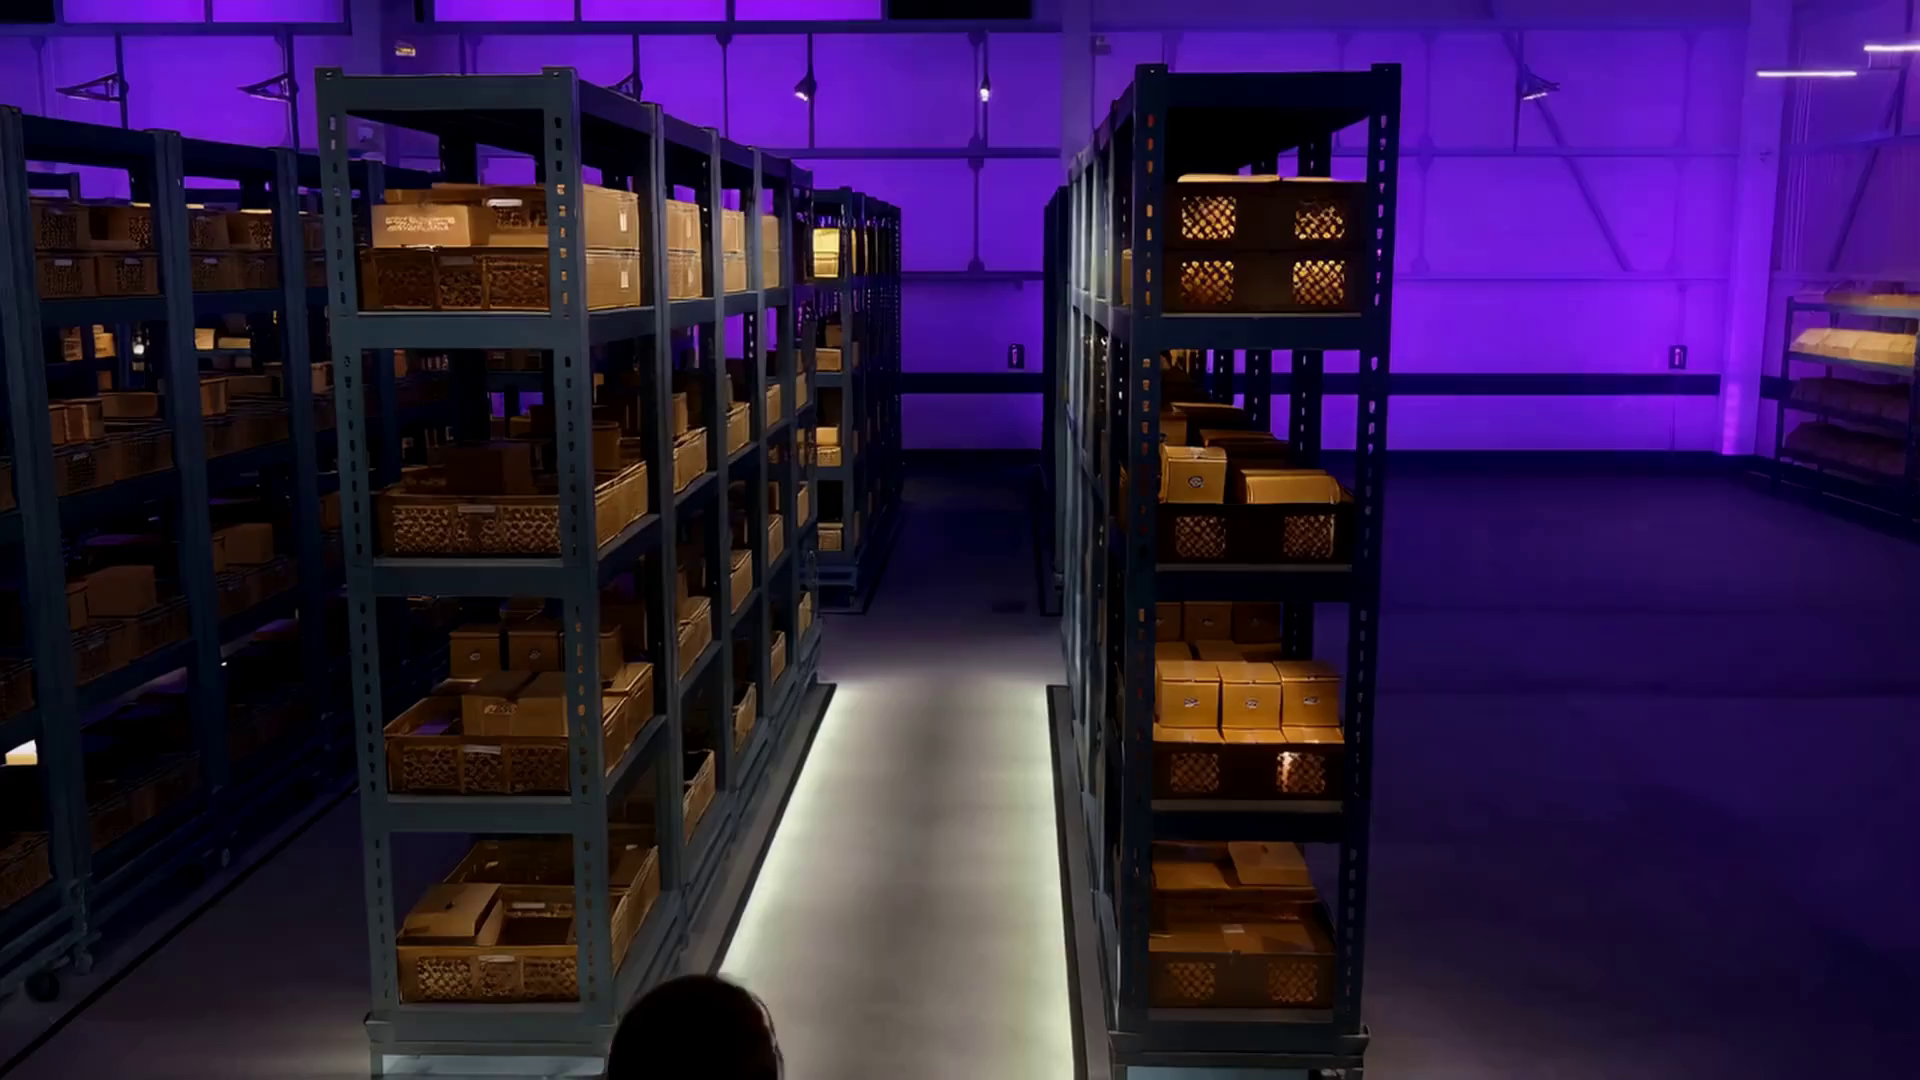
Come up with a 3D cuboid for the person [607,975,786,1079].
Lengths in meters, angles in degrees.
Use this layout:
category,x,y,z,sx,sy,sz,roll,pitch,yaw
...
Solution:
category,x,y,z,sx,sy,sz,roll,pitch,yaw
person,-0.418,1.603,2.761,0.470,1.950,0.660,-7,12,-37
